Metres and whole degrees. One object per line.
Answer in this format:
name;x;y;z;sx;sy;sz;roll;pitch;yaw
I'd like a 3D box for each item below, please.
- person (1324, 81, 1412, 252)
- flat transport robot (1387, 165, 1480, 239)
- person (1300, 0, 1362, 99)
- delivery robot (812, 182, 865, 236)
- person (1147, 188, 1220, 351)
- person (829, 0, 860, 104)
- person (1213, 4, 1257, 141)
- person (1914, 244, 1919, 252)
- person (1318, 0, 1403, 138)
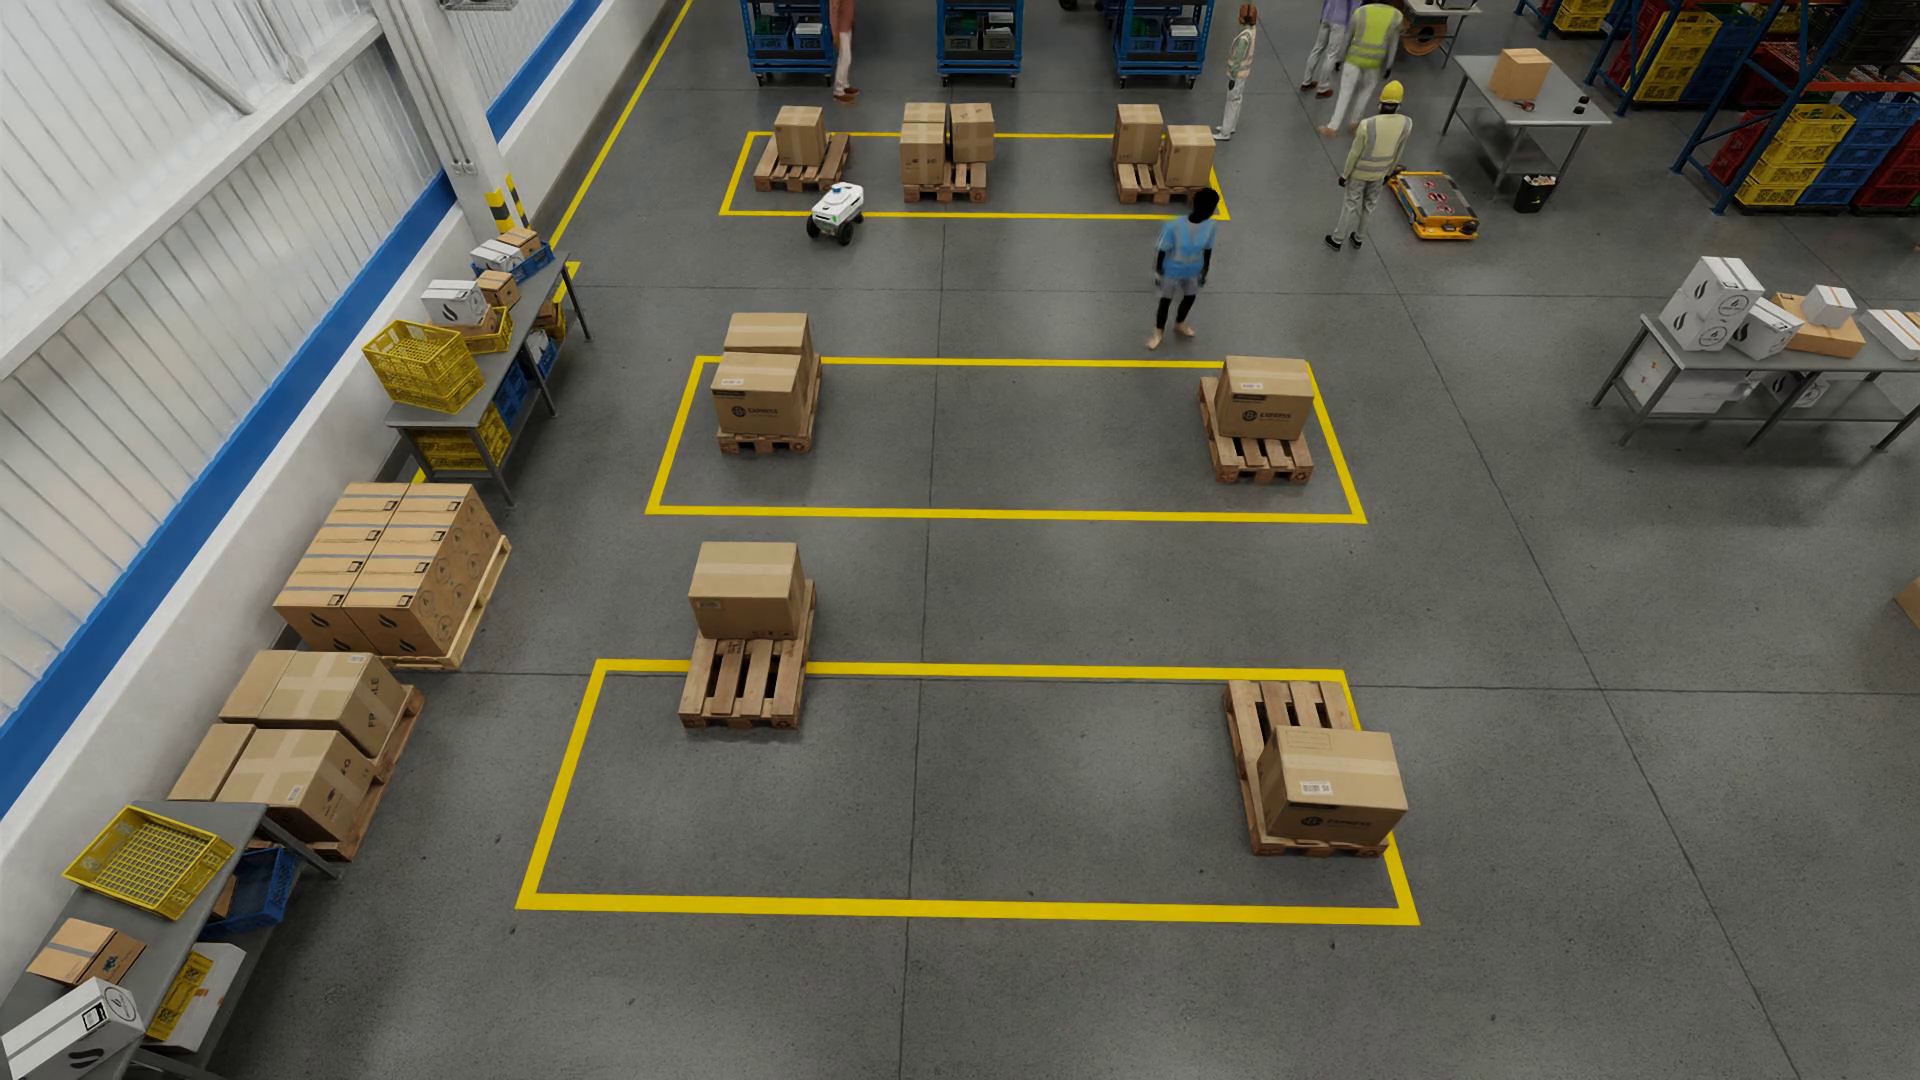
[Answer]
person;4.438;-4.030;9.980;0.591;1.829;0.404;-5;49;-4
flat transport robot;5.692;-4.094;11.059;0.652;0.197;1.431;1;49;1
person;5.179;-7.140;12.610;0.380;1.930;0.624;-23;53;-19
delivery robot;-1.408;-3.878;10.625;0.477;0.478;0.707;20;52;16
person;2.152;-2.610;8.853;0.619;1.677;0.348;-8;50;-7
person;-1.550;-6.994;12.458;0.483;1.968;0.652;7;49;6
person;3.581;-6.019;11.831;0.313;1.634;0.514;19;52;15
person;11.188;-3.890;9.826;0.355;1.881;0.576;-9;50;-8
person;5.242;-6.203;11.882;0.681;1.804;0.623;14;51;12
